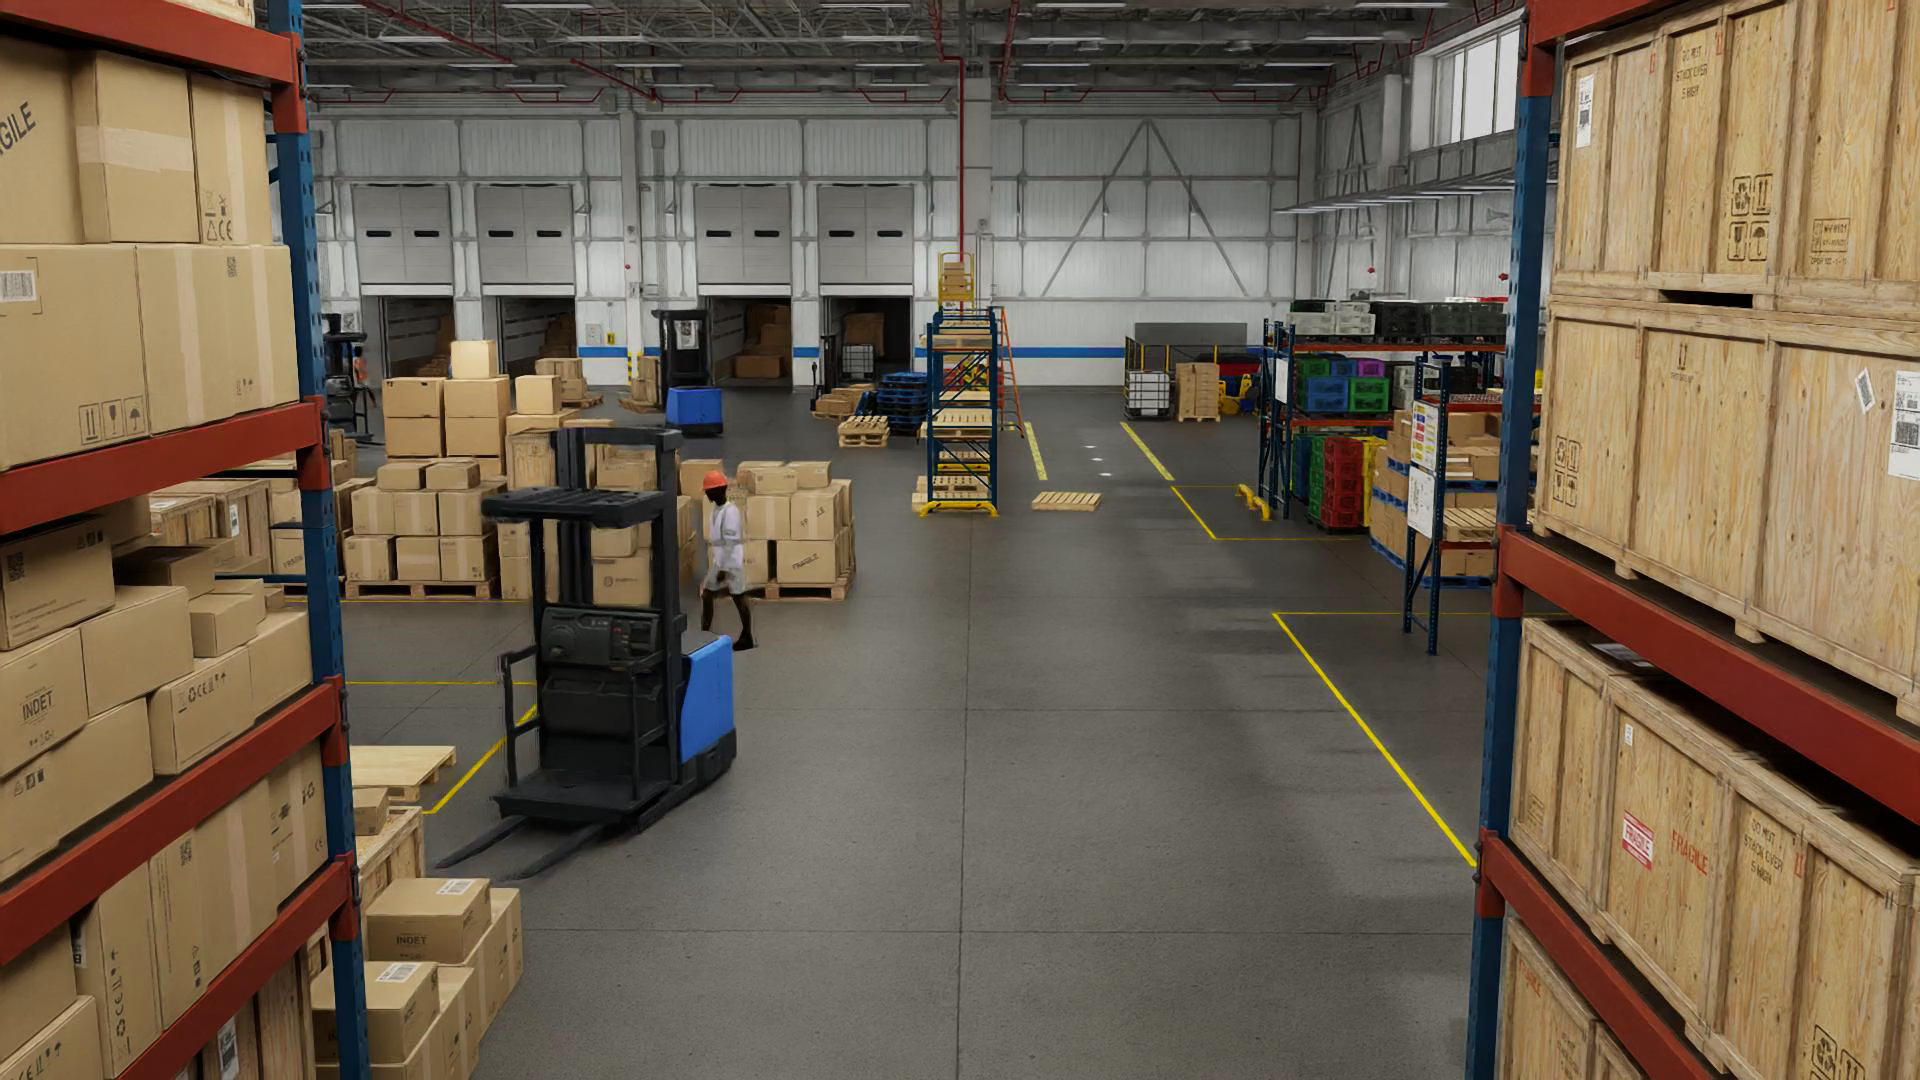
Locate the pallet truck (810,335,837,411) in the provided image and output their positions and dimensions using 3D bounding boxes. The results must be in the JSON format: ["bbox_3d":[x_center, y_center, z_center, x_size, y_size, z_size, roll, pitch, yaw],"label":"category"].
[{"bbox_3d":[-3.021,-4.312,43.126,1.885,1.965,0.823,3,10,17],"label":"pallet truck"}]

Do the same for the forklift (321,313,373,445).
[{"bbox_3d":[-13.638,-3.434,35.516,1.873,2.768,1.129,8,13,39],"label":"forklift"}]

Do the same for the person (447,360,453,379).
[{"bbox_3d":[-11.548,-3.428,38.213,0.372,1.934,0.627,0,10,3],"label":"person"}]

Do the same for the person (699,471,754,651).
[{"bbox_3d":[-2.515,0.243,17.123,0.901,1.893,0.562,-7,12,-37],"label":"person"}]

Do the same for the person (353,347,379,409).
[{"bbox_3d":[-15.826,-4.290,43.990,0.881,1.654,0.534,3,10,14],"label":"person"}]

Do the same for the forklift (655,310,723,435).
[{"bbox_3d":[-6.183,-3.833,37.814,1.129,2.768,1.873,-5,11,-25],"label":"forklift"}]

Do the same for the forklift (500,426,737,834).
[{"bbox_3d":[-2.544,0.545,12.557,1.129,2.768,1.873,3,10,16],"label":"forklift"}]
